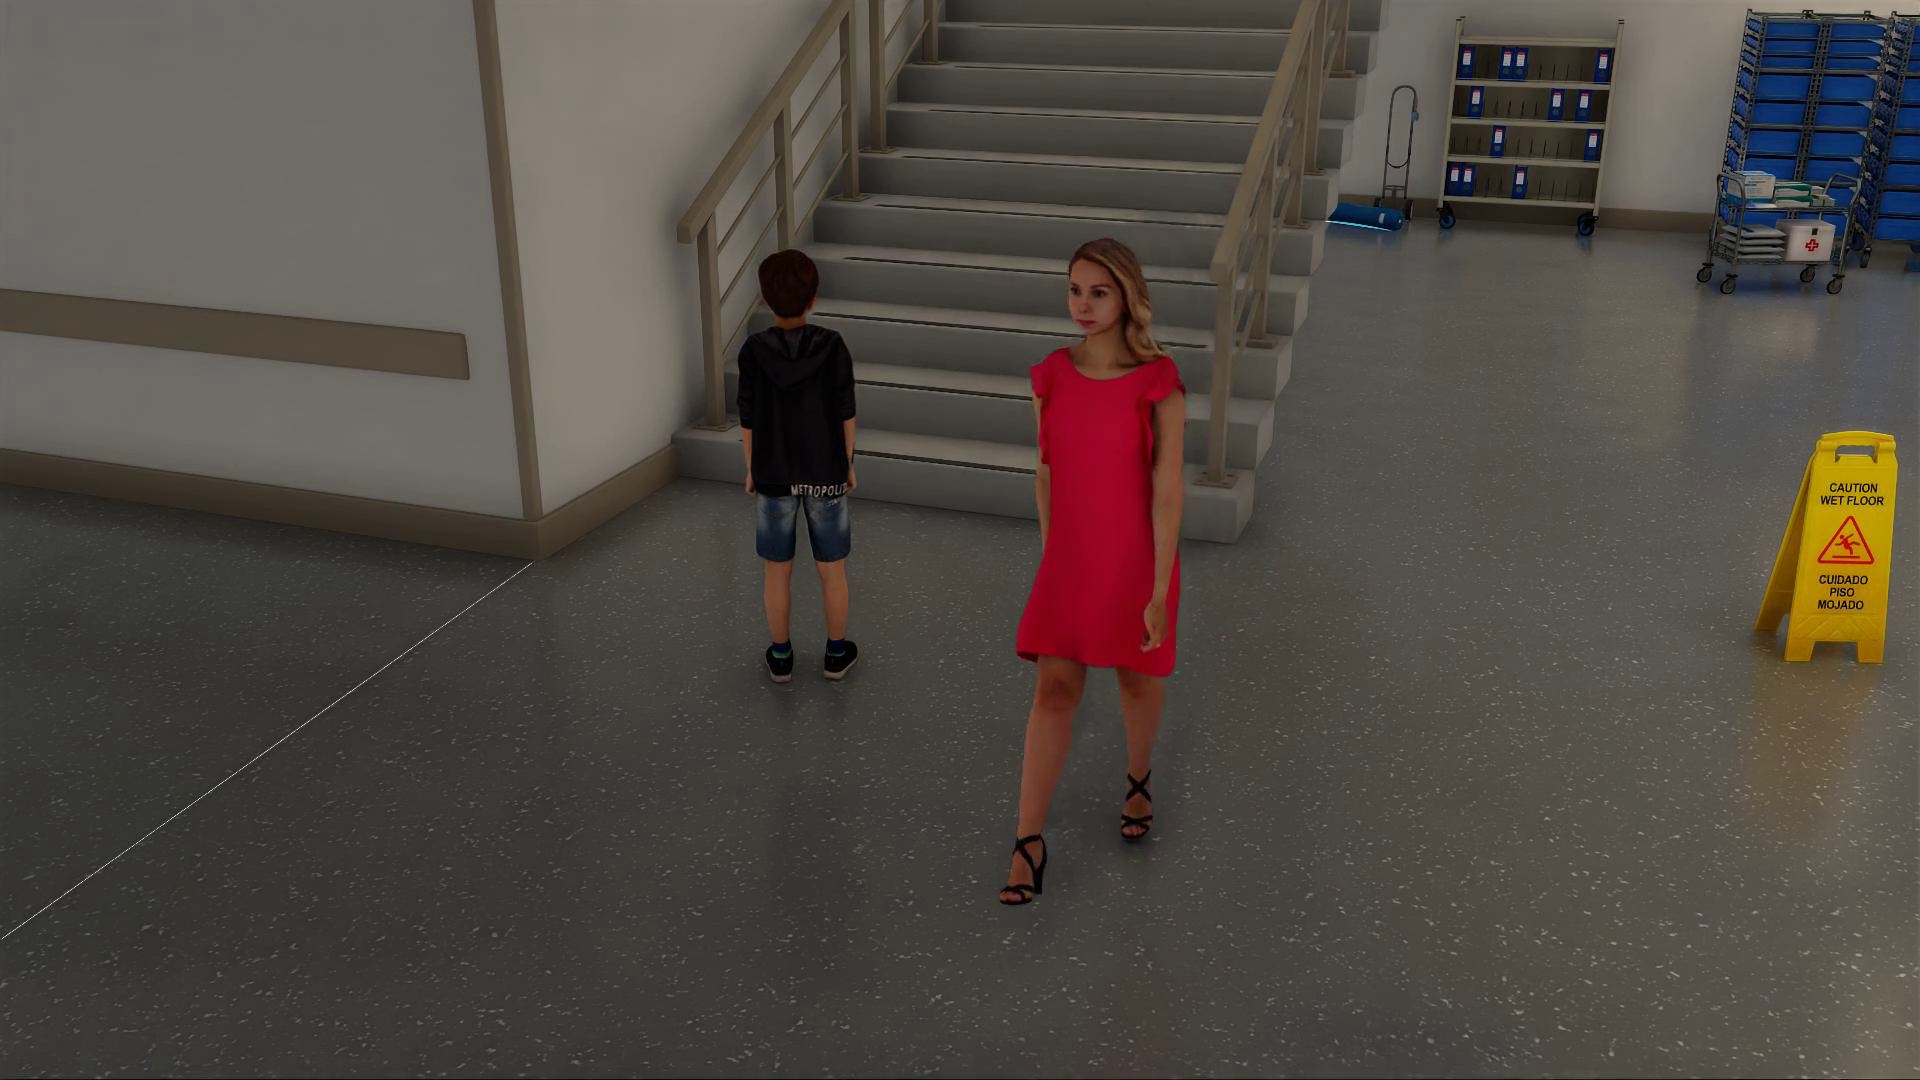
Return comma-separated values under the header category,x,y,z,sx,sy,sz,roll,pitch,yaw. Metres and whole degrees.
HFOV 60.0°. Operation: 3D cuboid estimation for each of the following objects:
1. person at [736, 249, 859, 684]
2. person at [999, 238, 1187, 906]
category,x,y,z,sx,sy,sz,roll,pitch,yaw
person,-0.526,-0.232,5.442,0.606,1.446,0.618,-1,21,-2
person,0.428,0.058,4.324,0.618,1.696,0.989,8,22,21
